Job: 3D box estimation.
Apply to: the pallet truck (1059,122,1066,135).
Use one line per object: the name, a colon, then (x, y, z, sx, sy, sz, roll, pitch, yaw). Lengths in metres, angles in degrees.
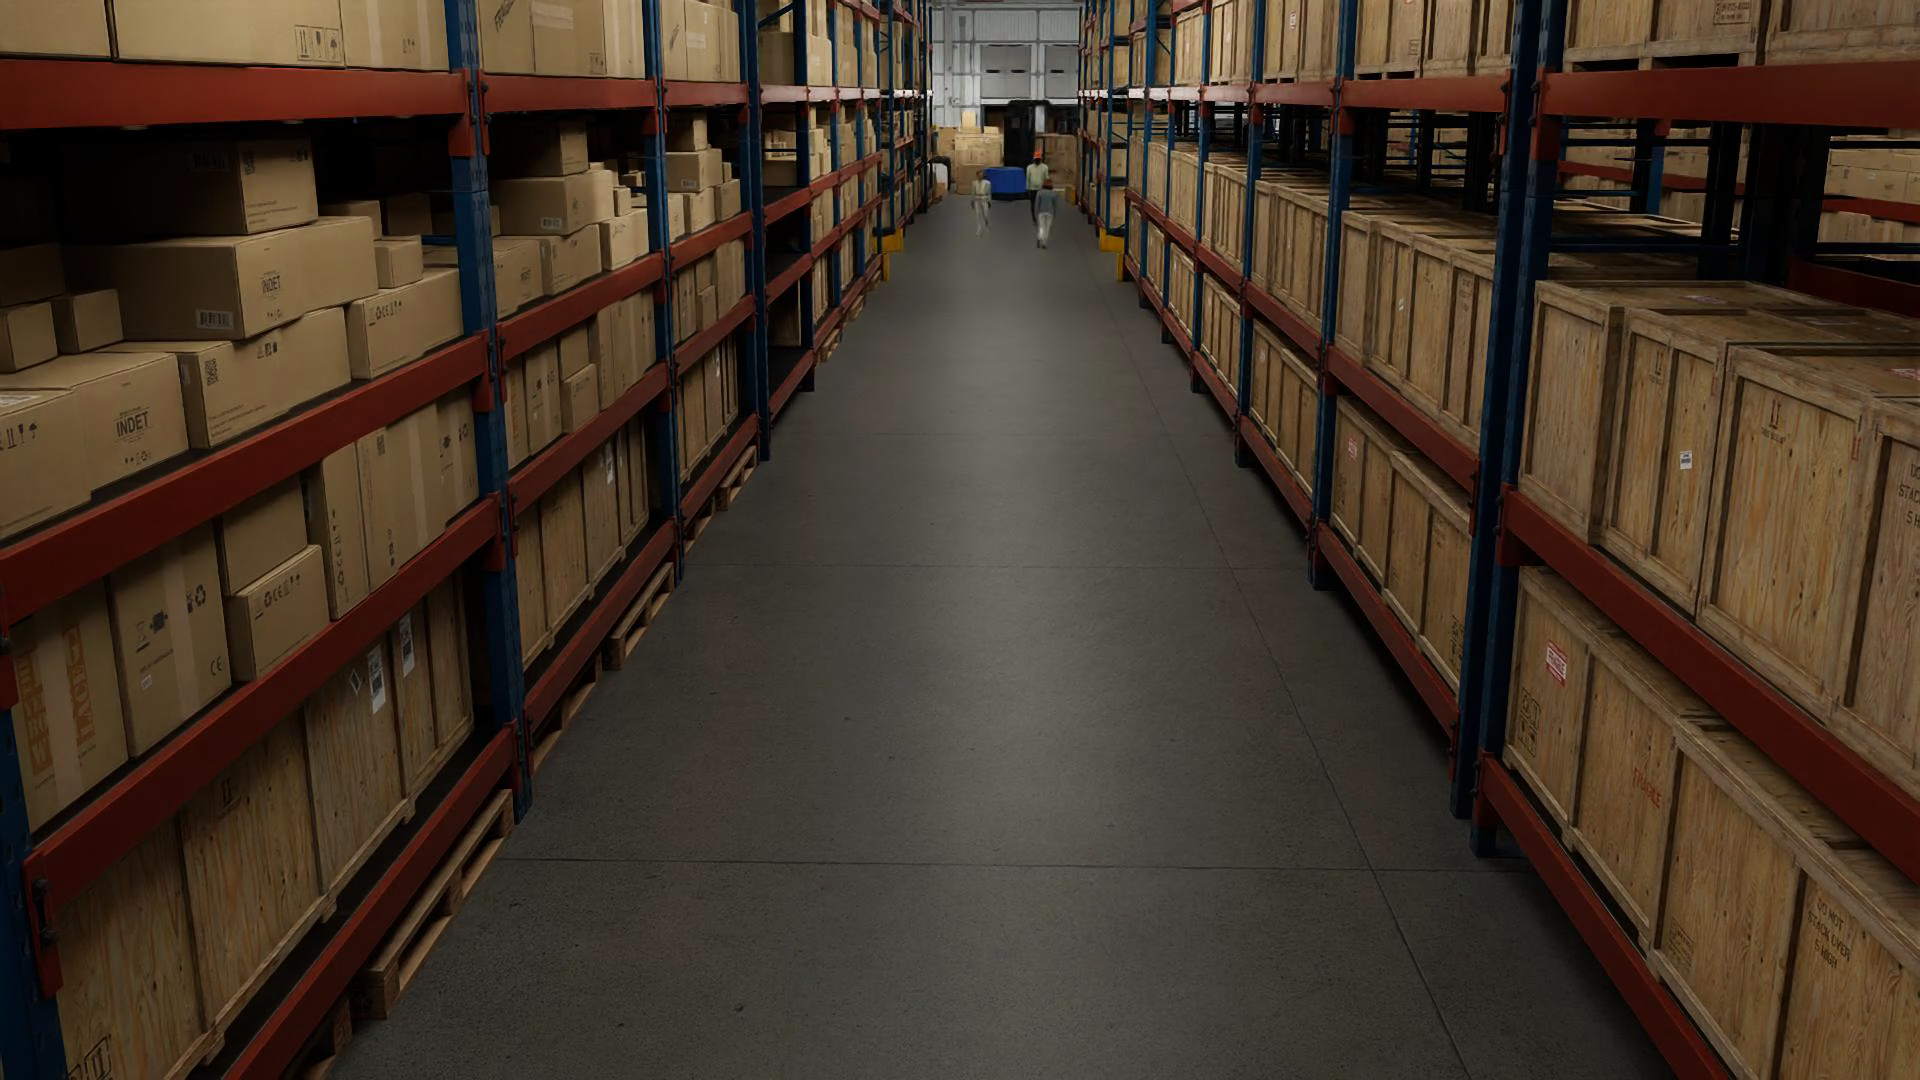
pallet truck: (5.788, -21.111, 88.014, 1.885, 1.965, 0.823, 5, 16, 18)

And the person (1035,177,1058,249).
person: (1.966, -7.423, 37.817, 0.504, 1.611, 0.336, 2, 15, 7)

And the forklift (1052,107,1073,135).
forklift: (4.806, -18.966, 78.357, 1.129, 2.768, 1.873, -7, 17, -26)

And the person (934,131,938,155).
person: (-1.181, -19.581, 83.011, 0.435, 1.631, 0.528, 1, 15, 4)

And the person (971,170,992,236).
person: (0.520, -8.351, 41.238, 0.512, 1.630, 0.358, 5, 16, 17)

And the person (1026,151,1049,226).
person: (2.074, -9.463, 44.716, 0.619, 1.976, 0.643, 1, 15, 4)

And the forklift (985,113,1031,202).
forklift: (1.805, -12.524, 54.389, 1.873, 2.768, 1.129, -14, 20, -42)
